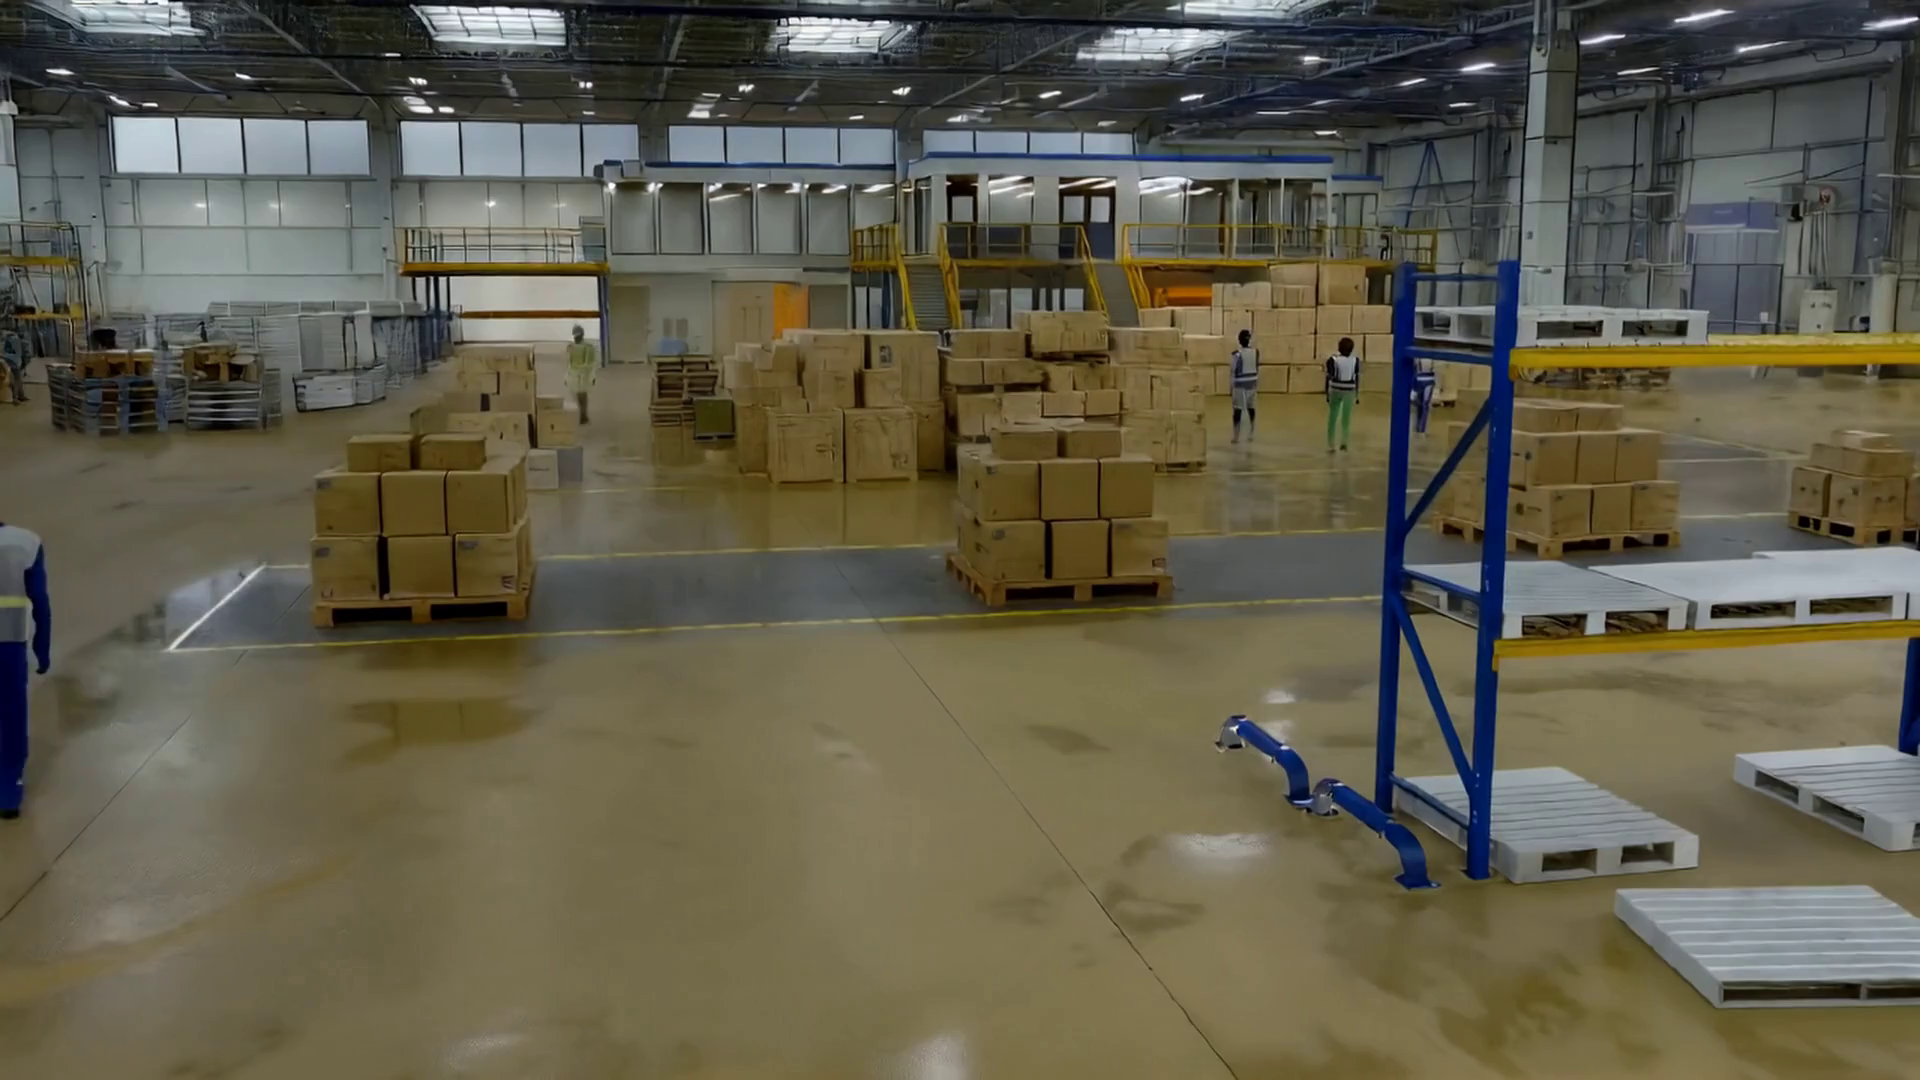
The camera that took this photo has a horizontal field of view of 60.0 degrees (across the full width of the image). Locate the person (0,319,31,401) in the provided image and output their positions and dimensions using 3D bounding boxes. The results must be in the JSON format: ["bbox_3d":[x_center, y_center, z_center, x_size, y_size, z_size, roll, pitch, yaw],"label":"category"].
[{"bbox_3d":[-21.280,-4.013,37.186,0.969,1.864,0.600,4,10,23],"label":"person"}]

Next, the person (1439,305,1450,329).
[{"bbox_3d":[14.965,-6.289,51.106,0.516,1.844,0.332,4,10,24],"label":"person"}]

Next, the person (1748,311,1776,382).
[{"bbox_3d":[21.121,-5.092,43.819,0.429,1.844,0.626,-4,10,-23],"label":"person"}]

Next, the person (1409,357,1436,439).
[{"bbox_3d":[8.118,-2.703,29.135,0.576,1.881,0.352,-6,11,-33],"label":"person"}]

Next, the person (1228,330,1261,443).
[{"bbox_3d":[4.868,-2.629,28.529,0.602,1.939,0.421,-4,10,-20],"label":"person"}]

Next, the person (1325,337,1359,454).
[{"bbox_3d":[6.150,-2.320,26.789,0.573,1.887,0.354,-2,10,-14],"label":"person"}]

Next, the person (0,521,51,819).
[{"bbox_3d":[-5.430,0.557,9.267,0.608,1.871,0.960,-8,12,-40],"label":"person"}]

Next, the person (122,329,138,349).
[{"bbox_3d":[-16.999,-3.458,34.160,0.297,1.744,0.484,-7,12,-36],"label":"person"}]

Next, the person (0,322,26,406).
[{"bbox_3d":[-20.556,-3.815,36.064,0.596,1.831,0.403,6,11,32],"label":"person"}]

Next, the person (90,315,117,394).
[{"bbox_3d":[-18.827,-3.943,36.461,0.617,1.963,0.871,0,9,3],"label":"person"}]

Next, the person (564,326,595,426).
[{"bbox_3d":[-7.241,-3.113,31.635,0.553,1.879,1.035,1,9,9],"label":"person"}]
